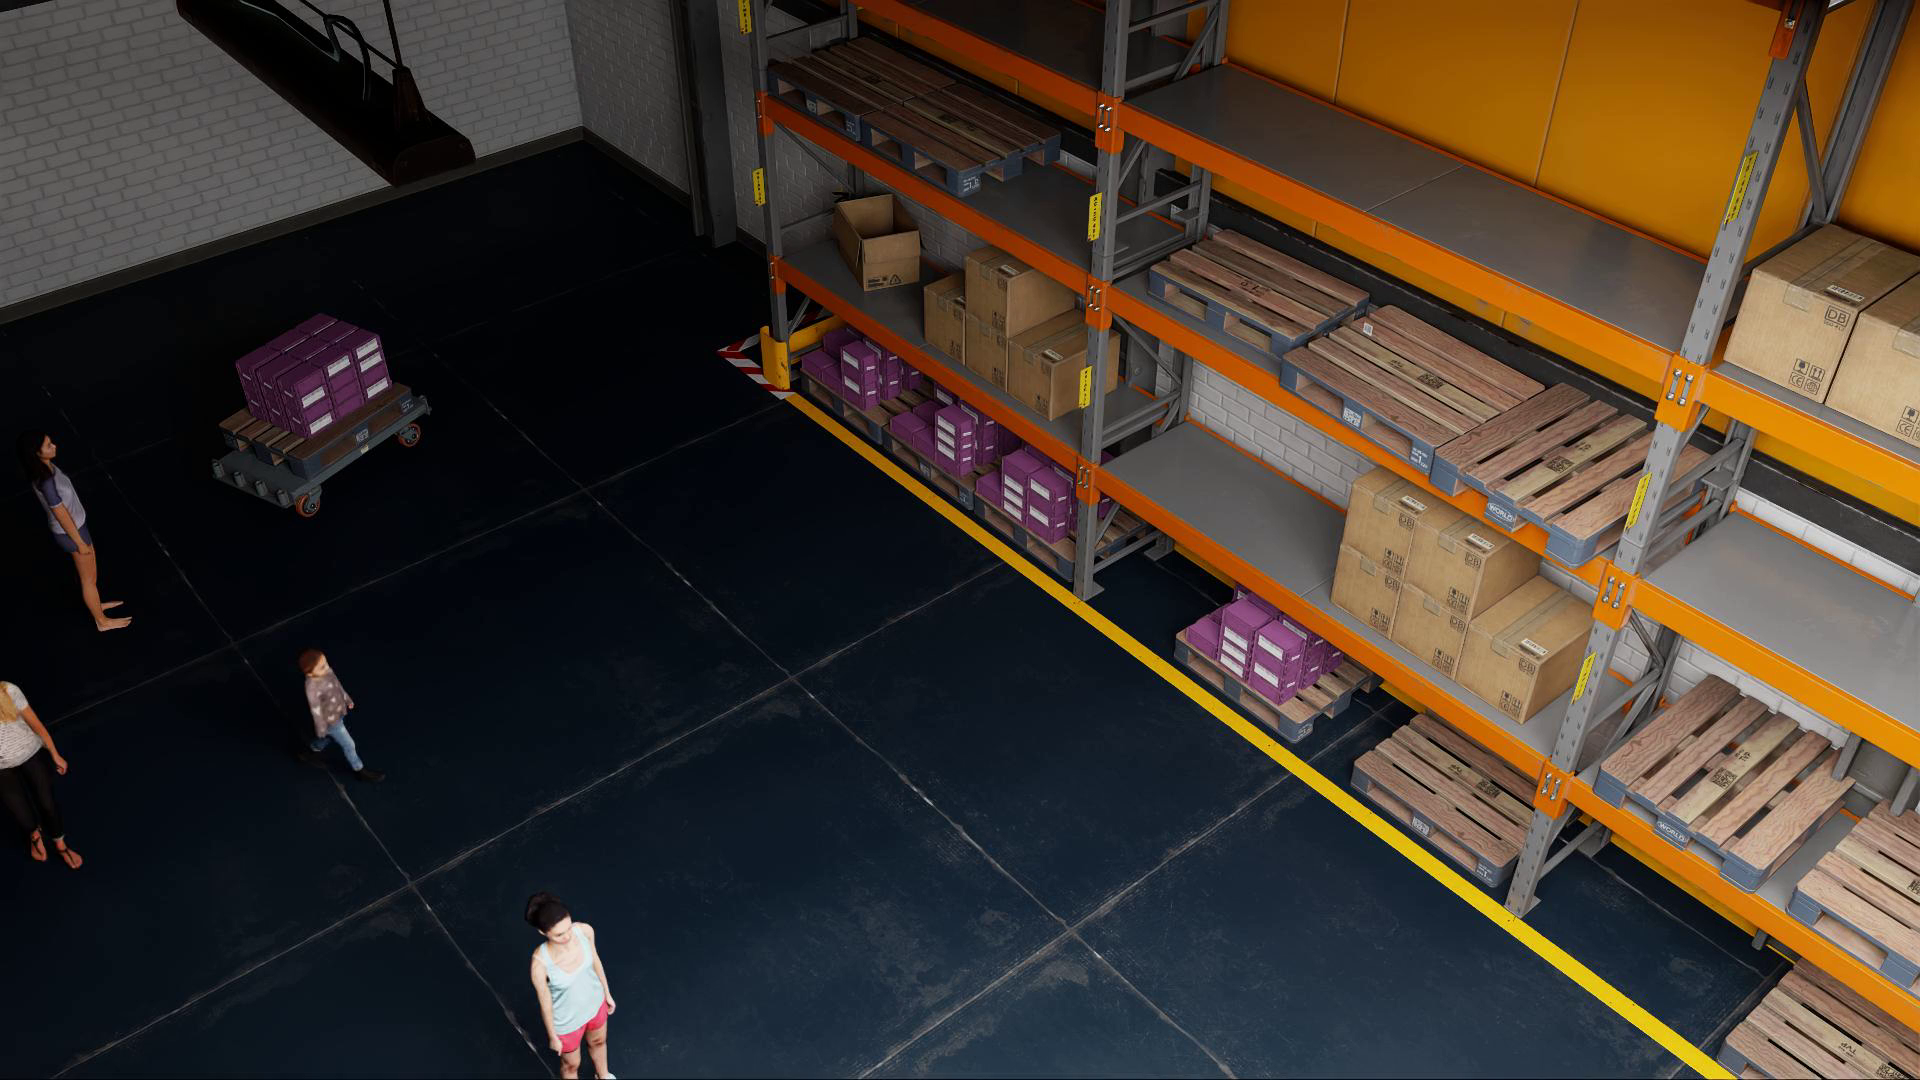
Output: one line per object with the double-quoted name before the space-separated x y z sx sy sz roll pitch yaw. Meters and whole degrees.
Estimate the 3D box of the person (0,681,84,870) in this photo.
"person" -5.903 1.344 10.339 0.673 1.812 0.640 32 48 33

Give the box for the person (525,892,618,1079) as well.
"person" -2.054 2.519 8.906 0.605 1.764 0.610 25 45 28

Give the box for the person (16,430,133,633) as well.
"person" -6.523 -0.085 12.191 0.663 1.733 0.459 -23 44 -26

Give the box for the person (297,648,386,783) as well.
"person" -4.246 1.154 11.084 0.837 1.178 0.812 0 39 0
